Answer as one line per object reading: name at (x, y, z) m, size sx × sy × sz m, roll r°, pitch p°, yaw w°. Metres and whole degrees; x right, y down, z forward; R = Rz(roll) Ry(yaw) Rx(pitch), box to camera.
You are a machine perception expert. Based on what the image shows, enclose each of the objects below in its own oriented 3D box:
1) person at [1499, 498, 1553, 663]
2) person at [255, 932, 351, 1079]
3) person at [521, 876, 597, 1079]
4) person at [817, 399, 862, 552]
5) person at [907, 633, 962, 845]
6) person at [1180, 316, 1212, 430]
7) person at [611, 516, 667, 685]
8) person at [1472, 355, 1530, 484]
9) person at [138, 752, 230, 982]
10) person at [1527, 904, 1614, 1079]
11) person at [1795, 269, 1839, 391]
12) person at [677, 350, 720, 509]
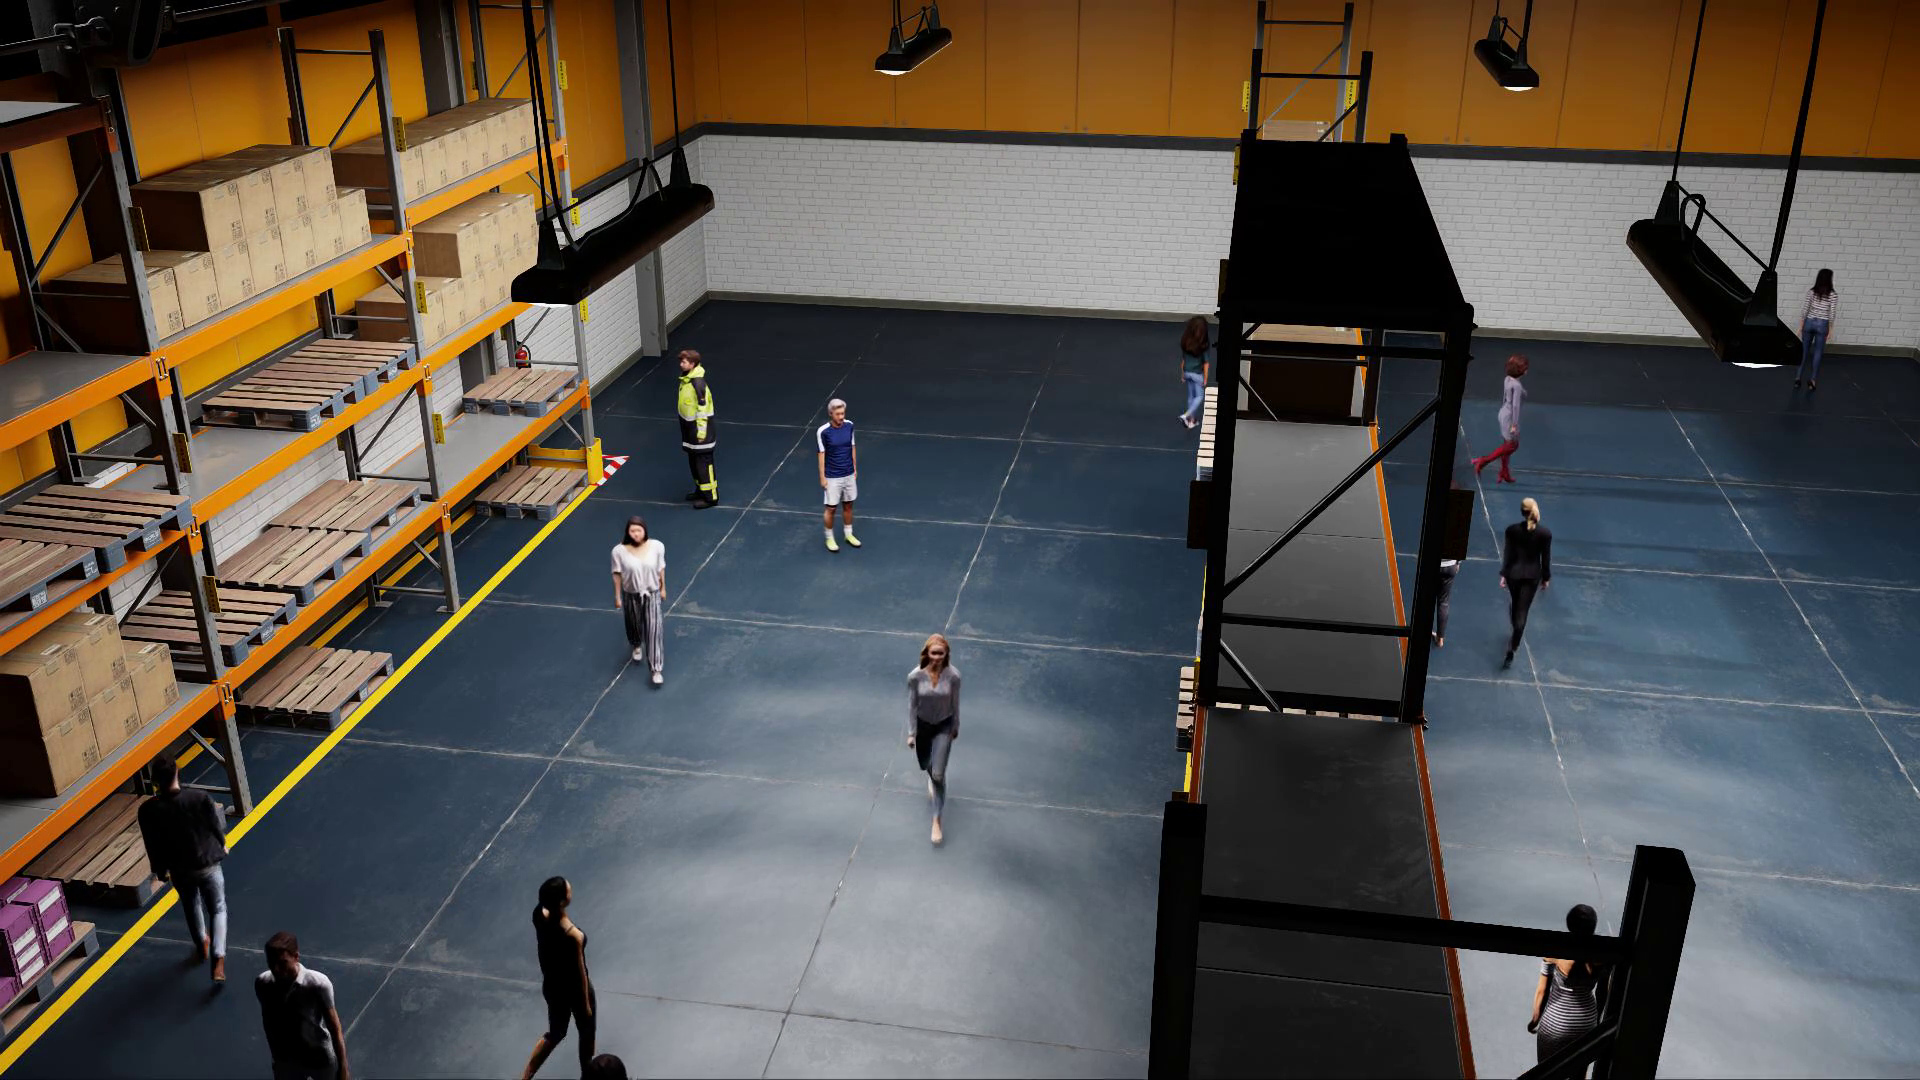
person at (5.576, 0.447, 16.487) m, size 0.788 × 1.652 × 1.168 m, roll 9°, pitch 25°, yaw 20°
person at (-3.940, 3.127, 10.165) m, size 0.791 × 1.805 × 1.246 m, roll 1°, pitch 24°, yaw 1°
person at (-2.605, 2.951, 10.692) m, size 0.849 × 1.705 × 1.067 m, roll 17°, pitch 29°, yaw 34°
person at (-1.401, -0.771, 19.047) m, size 0.722 × 1.832 × 0.783 m, roll -16°, pitch 28°, yaw -32°
person at (-0.232, 1.556, 13.811) m, size 0.677 × 1.763 × 1.155 m, roll 2°, pitch 24°, yaw 4°
person at (3.175, -2.245, 22.706) m, size 0.809 × 1.603 × 0.951 m, roll 16°, pitch 28°, yaw 33°
person at (-3.149, 0.520, 16.339) m, size 0.945 × 1.635 × 1.201 m, roll -5°, pitch 24°, yaw -11°
person at (6.817, -1.486, 20.853) m, size 0.764 × 1.697 × 0.860 m, roll -1°, pitch 24°, yaw -3°
person at (-5.477, 2.356, 11.908) m, size 0.933 × 1.821 × 1.116 m, roll -7°, pitch 25°, yaw -16°
person at (3.773, 3.047, 10.324) m, size 0.595 × 1.823 × 0.526 m, roll 3°, pitch 24°, yaw 6°
person at (12.547, -3.088, 24.395) m, size 0.649 × 1.794 × 0.656 m, roll 19°, pitch 30°, yaw 37°
person at (-3.182, -1.368, 20.228) m, size 0.916 × 1.981 × 0.839 m, roll -14°, pitch 27°, yaw -29°
